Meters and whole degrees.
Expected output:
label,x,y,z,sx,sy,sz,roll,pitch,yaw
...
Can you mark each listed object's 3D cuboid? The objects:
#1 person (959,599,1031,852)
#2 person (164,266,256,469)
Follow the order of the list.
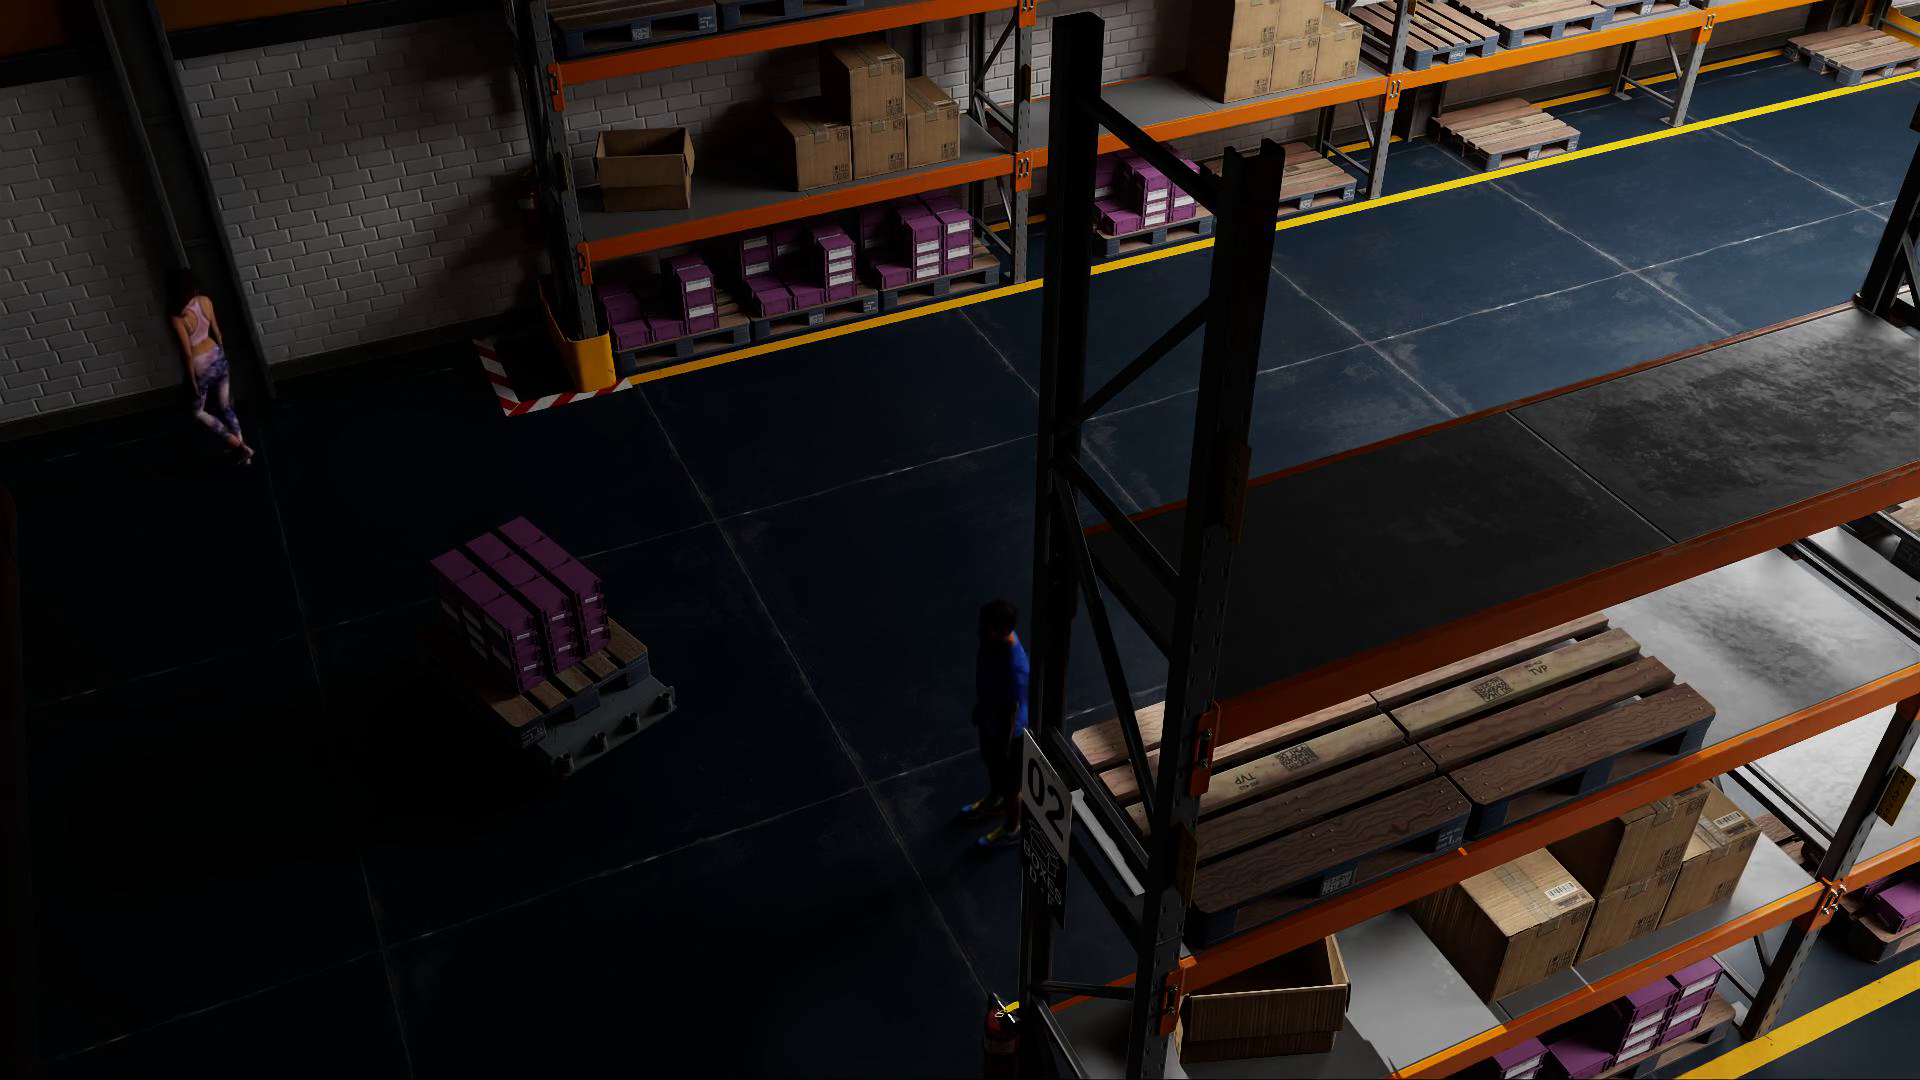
label,x,y,z,sx,sy,sz,roll,pitch,yaw
person,0.262,1.051,9.637,0.614,1.865,0.636,-10,40,-13
person,-5.651,-1.262,12.620,0.824,1.756,0.764,12,40,15
